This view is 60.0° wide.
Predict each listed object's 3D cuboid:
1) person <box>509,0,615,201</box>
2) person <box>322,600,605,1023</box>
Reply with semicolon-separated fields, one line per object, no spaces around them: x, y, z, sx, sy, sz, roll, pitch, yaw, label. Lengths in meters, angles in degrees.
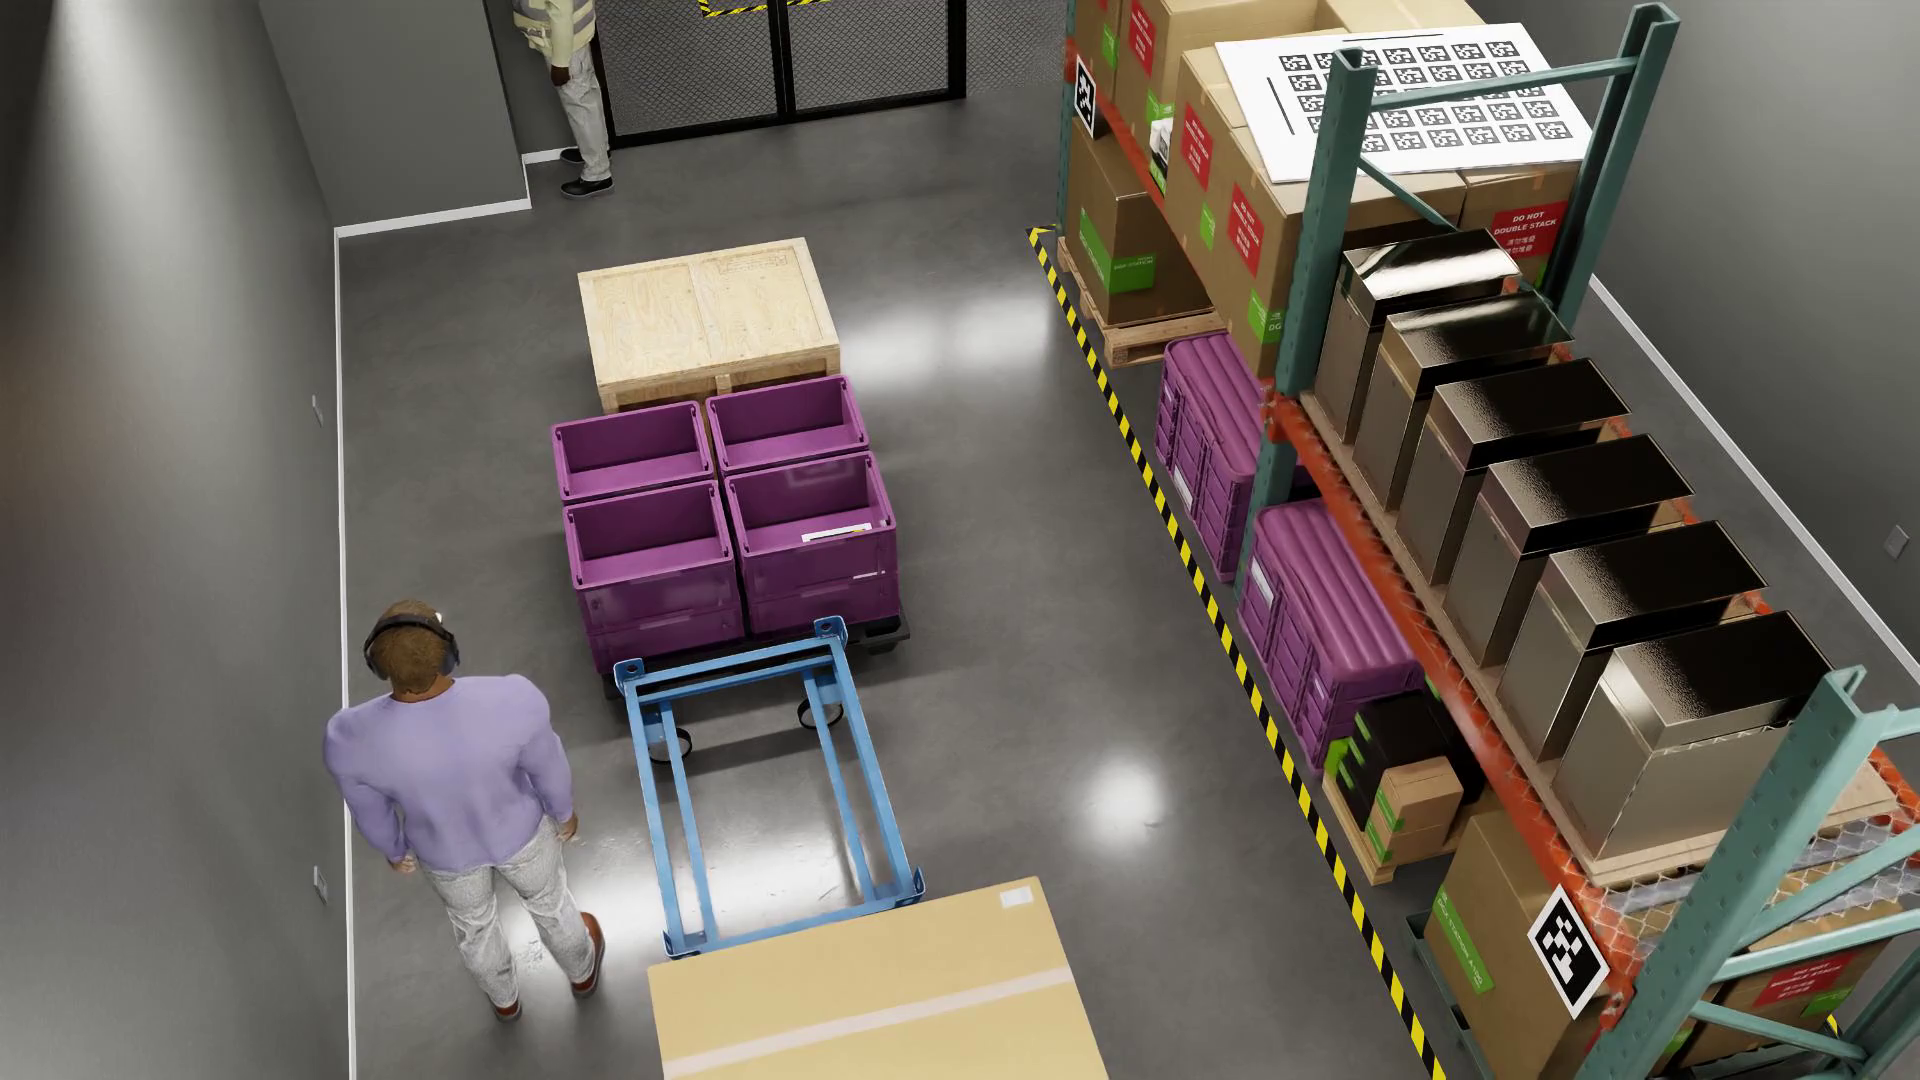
-2.012;-2.558;8.307;0.403;1.830;0.598;-5;48;-5;person
-1.477;0.876;5.082;0.629;1.939;0.376;-12;49;-11;person
